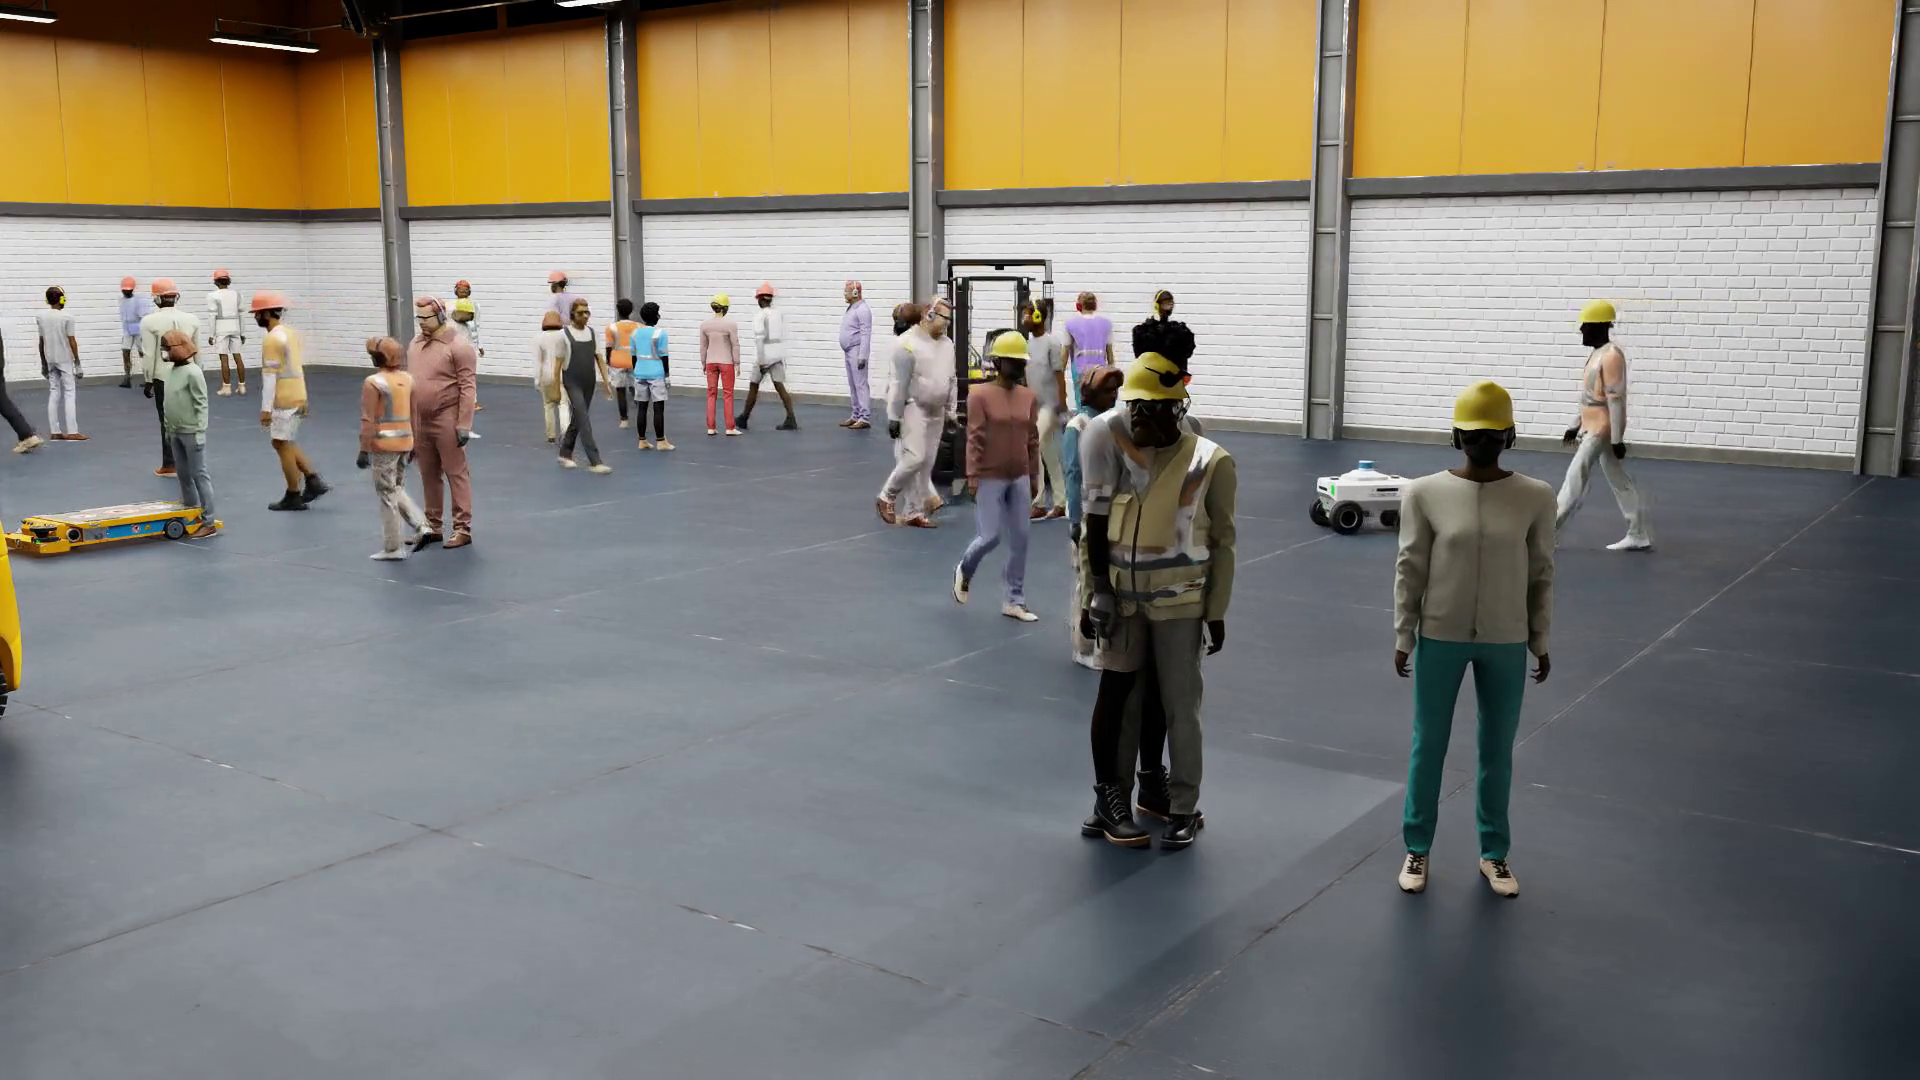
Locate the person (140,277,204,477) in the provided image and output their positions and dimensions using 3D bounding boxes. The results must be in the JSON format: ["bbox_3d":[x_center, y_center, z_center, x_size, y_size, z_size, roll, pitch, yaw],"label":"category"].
[{"bbox_3d":[-7.911,-1.633,16.721,0.376,1.997,0.612,7,12,36],"label":"person"}]

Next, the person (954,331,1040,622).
[{"bbox_3d":[0.230,-0.388,10.035,0.536,1.747,0.536,-6,11,-33],"label":"person"}]

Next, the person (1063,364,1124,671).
[{"bbox_3d":[0.746,-0.113,8.764,0.378,1.624,0.536,9,13,43],"label":"person"}]

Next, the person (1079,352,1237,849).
[{"bbox_3d":[0.709,0.222,6.159,0.600,1.831,0.404,5,11,27],"label":"person"}]

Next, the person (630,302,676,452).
[{"bbox_3d":[-3.504,-1.847,18.882,0.533,1.697,0.322,6,11,30],"label":"person"}]

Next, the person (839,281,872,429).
[{"bbox_3d":[-1.366,-2.390,21.500,0.403,1.906,0.651,-4,10,-20],"label":"person"}]

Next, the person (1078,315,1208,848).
[{"bbox_3d":[0.706,0.147,6.230,0.602,1.959,0.368,-8,13,-41],"label":"person"}]

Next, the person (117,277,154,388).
[{"bbox_3d":[-14.054,-3.519,28.265,0.562,1.881,0.886,2,10,9],"label":"person"}]

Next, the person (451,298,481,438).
[{"bbox_3d":[-6.162,-2.088,20.278,0.646,1.710,0.510,1,10,4],"label":"person"}]

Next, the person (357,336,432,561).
[{"bbox_3d":[-4.108,-0.648,11.945,0.365,1.627,0.523,3,10,16],"label":"person"}]

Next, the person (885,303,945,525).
[{"bbox_3d":[-0.402,-1.012,13.549,0.439,1.818,0.649,3,10,19],"label":"person"}]

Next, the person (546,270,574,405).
[{"bbox_3d":[-6.037,-3.025,24.928,0.618,2.019,0.631,4,10,22],"label":"person"}]

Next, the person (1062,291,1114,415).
[{"bbox_3d":[1.387,-1.819,18.325,0.575,1.825,0.518,-4,10,-20],"label":"person"}]

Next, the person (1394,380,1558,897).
[{"bbox_3d":[1.744,0.340,5.655,0.533,1.768,0.311,1,10,7],"label":"person"}]

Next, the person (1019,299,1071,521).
[{"bbox_3d":[0.618,-1.069,13.821,0.723,1.839,0.542,-4,10,-24],"label":"person"}]

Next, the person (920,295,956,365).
[{"bbox_3d":[-0.343,-1.965,19.330,0.670,1.784,0.460,1,10,4],"label":"person"}]

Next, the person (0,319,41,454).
[{"bbox_3d":[-10.820,-1.947,18.458,1.007,2.000,0.693,-1,10,-5],"label":"person"}]

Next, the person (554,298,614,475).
[{"bbox_3d":[-3.899,-1.581,17.051,1.006,1.792,0.528,8,13,41],"label":"person"}]

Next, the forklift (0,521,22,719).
[{"bbox_3d":[-5.296,-0.090,6.943,1.214,2.155,2.313,7,12,35],"label":"forklift"}]

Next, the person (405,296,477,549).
[{"bbox_3d":[-3.953,-0.887,12.562,0.638,1.903,0.406,5,11,28],"label":"person"}]

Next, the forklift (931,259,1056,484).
[{"bbox_3d":[0.370,-1.738,16.759,1.214,2.155,2.313,1,10,3],"label":"forklift"}]

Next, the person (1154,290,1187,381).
[{"bbox_3d":[2.331,-1.842,18.447,0.496,1.832,0.537,4,10,25],"label":"person"}]

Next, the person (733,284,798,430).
[{"bbox_3d":[-2.468,-2.332,21.318,0.958,1.878,0.553,7,12,37],"label":"person"}]

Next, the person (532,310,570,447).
[{"bbox_3d":[-4.718,-1.886,19.442,0.525,1.593,0.799,-3,10,-18],"label":"person"}]

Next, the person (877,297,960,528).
[{"bbox_3d":[-0.300,-1.025,13.497,0.483,1.873,0.679,9,13,42],"label":"person"}]

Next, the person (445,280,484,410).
[{"bbox_3d":[-7.172,-2.809,24.049,0.573,1.887,0.355,-8,12,-40],"label":"person"}]

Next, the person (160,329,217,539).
[{"bbox_3d":[-6.046,-0.824,12.981,0.507,1.631,0.267,7,12,35],"label":"person"}]

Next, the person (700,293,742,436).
[{"bbox_3d":[-2.955,-2.168,20.592,0.534,1.767,0.318,3,10,19],"label":"person"}]

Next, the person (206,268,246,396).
[{"bbox_3d":[-11.811,-3.341,26.761,0.392,2.039,0.612,7,12,38],"label":"person"}]

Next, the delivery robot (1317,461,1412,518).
[{"bbox_3d":[3.244,-0.392,13.333,0.707,0.478,0.477,-2,10,-10],"label":"delivery robot"}]

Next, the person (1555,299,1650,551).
[{"bbox_3d":[4.698,-0.841,12.359,1.003,1.872,0.592,3,10,17],"label":"person"}]

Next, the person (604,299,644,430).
[{"bbox_3d":[-4.262,-2.238,21.242,0.539,1.685,0.416,-5,11,-28],"label":"person"}]

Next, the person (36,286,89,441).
[{"bbox_3d":[-10.787,-2.108,19.949,0.512,1.865,0.316,2,10,11],"label":"person"}]

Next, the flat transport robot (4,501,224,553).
[{"bbox_3d":[-6.530,-0.116,12.817,0.652,0.197,1.431,7,12,35],"label":"flat transport robot"}]

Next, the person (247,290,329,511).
[{"bbox_3d":[-5.875,-1.201,14.387,0.468,1.914,0.587,-1,10,-6],"label":"person"}]
